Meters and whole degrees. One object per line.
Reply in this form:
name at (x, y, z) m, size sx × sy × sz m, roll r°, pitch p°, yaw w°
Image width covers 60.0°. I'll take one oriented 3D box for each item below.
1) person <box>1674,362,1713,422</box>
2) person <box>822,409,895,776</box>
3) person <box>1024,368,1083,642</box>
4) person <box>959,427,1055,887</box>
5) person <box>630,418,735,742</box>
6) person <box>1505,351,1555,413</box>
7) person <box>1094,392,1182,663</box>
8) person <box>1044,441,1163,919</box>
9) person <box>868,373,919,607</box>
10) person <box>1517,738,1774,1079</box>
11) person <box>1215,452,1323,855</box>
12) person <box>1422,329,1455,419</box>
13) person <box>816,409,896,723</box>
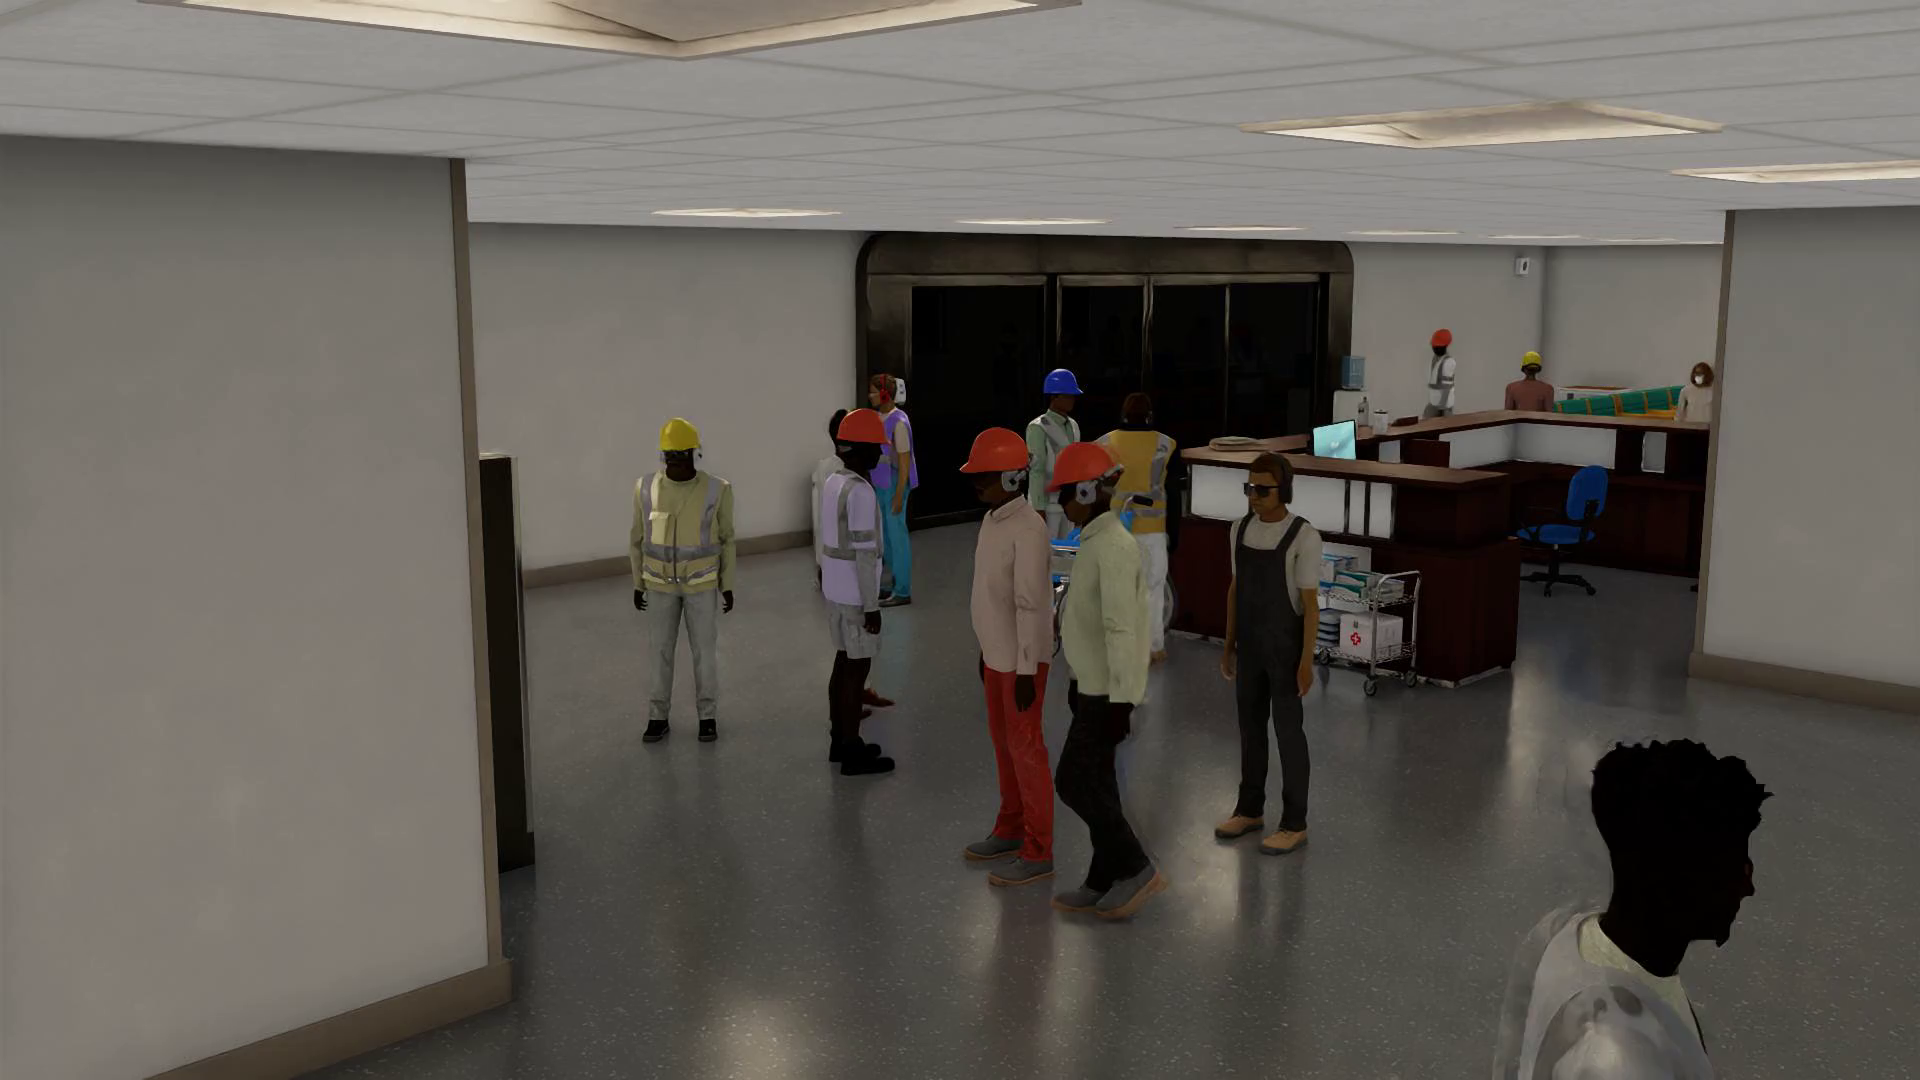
person at (8.502, -1.244, 19.105) m, size 0.772 × 1.608 × 0.506 m, roll -8°, pitch 12°, yaw -40°
person at (-0.532, 0.271, 8.795) m, size 0.387 × 1.929 × 0.543 m, roll -4°, pitch 10°, yaw -22°
person at (0.691, -0.256, 11.957) m, size 0.390 × 1.949 × 0.602 m, roll 6°, pitch 11°, yaw 32°
person at (0.198, 0.498, 7.238) m, size 0.415 × 1.985 × 0.611 m, roll -3°, pitch 10°, yaw -17°
person at (-1.561, 0.227, 9.346) m, size 0.587 × 1.835 × 0.404 m, roll 0°, pitch 9°, yaw 1°
person at (6.178, -1.163, 18.080) m, size 0.525 × 1.771 × 0.310 m, roll 5°, pitch 10°, yaw 28°
person at (1.180, -0.080, 11.250) m, size 0.633 × 1.836 × 0.429 m, roll 2°, pitch 10°, yaw 14°
person at (0.556, 0.581, 6.764) m, size 0.426 × 1.966 × 0.650 m, roll -1°, pitch 9°, yaw -3°
person at (-0.538, -0.393, 13.132) m, size 0.392 × 1.842 × 0.564 m, roll -4°, pitch 10°, yaw -22°
person at (0.998, 1.251, 2.763) m, size 0.837 × 1.943 × 0.610 m, roll 3°, pitch 10°, yaw 18°
person at (1.416, 0.510, 7.612) m, size 0.344 × 1.838 × 0.507 m, roll -7°, pitch 12°, yaw -38°
person at (6.169, -1.770, 21.403) m, size 0.519 × 1.896 × 0.586 m, roll -2°, pitch 10°, yaw -14°
person at (-0.624, 0.148, 9.819) m, size 0.460 × 1.845 × 0.514 m, roll -2°, pitch 10°, yaw -14°
